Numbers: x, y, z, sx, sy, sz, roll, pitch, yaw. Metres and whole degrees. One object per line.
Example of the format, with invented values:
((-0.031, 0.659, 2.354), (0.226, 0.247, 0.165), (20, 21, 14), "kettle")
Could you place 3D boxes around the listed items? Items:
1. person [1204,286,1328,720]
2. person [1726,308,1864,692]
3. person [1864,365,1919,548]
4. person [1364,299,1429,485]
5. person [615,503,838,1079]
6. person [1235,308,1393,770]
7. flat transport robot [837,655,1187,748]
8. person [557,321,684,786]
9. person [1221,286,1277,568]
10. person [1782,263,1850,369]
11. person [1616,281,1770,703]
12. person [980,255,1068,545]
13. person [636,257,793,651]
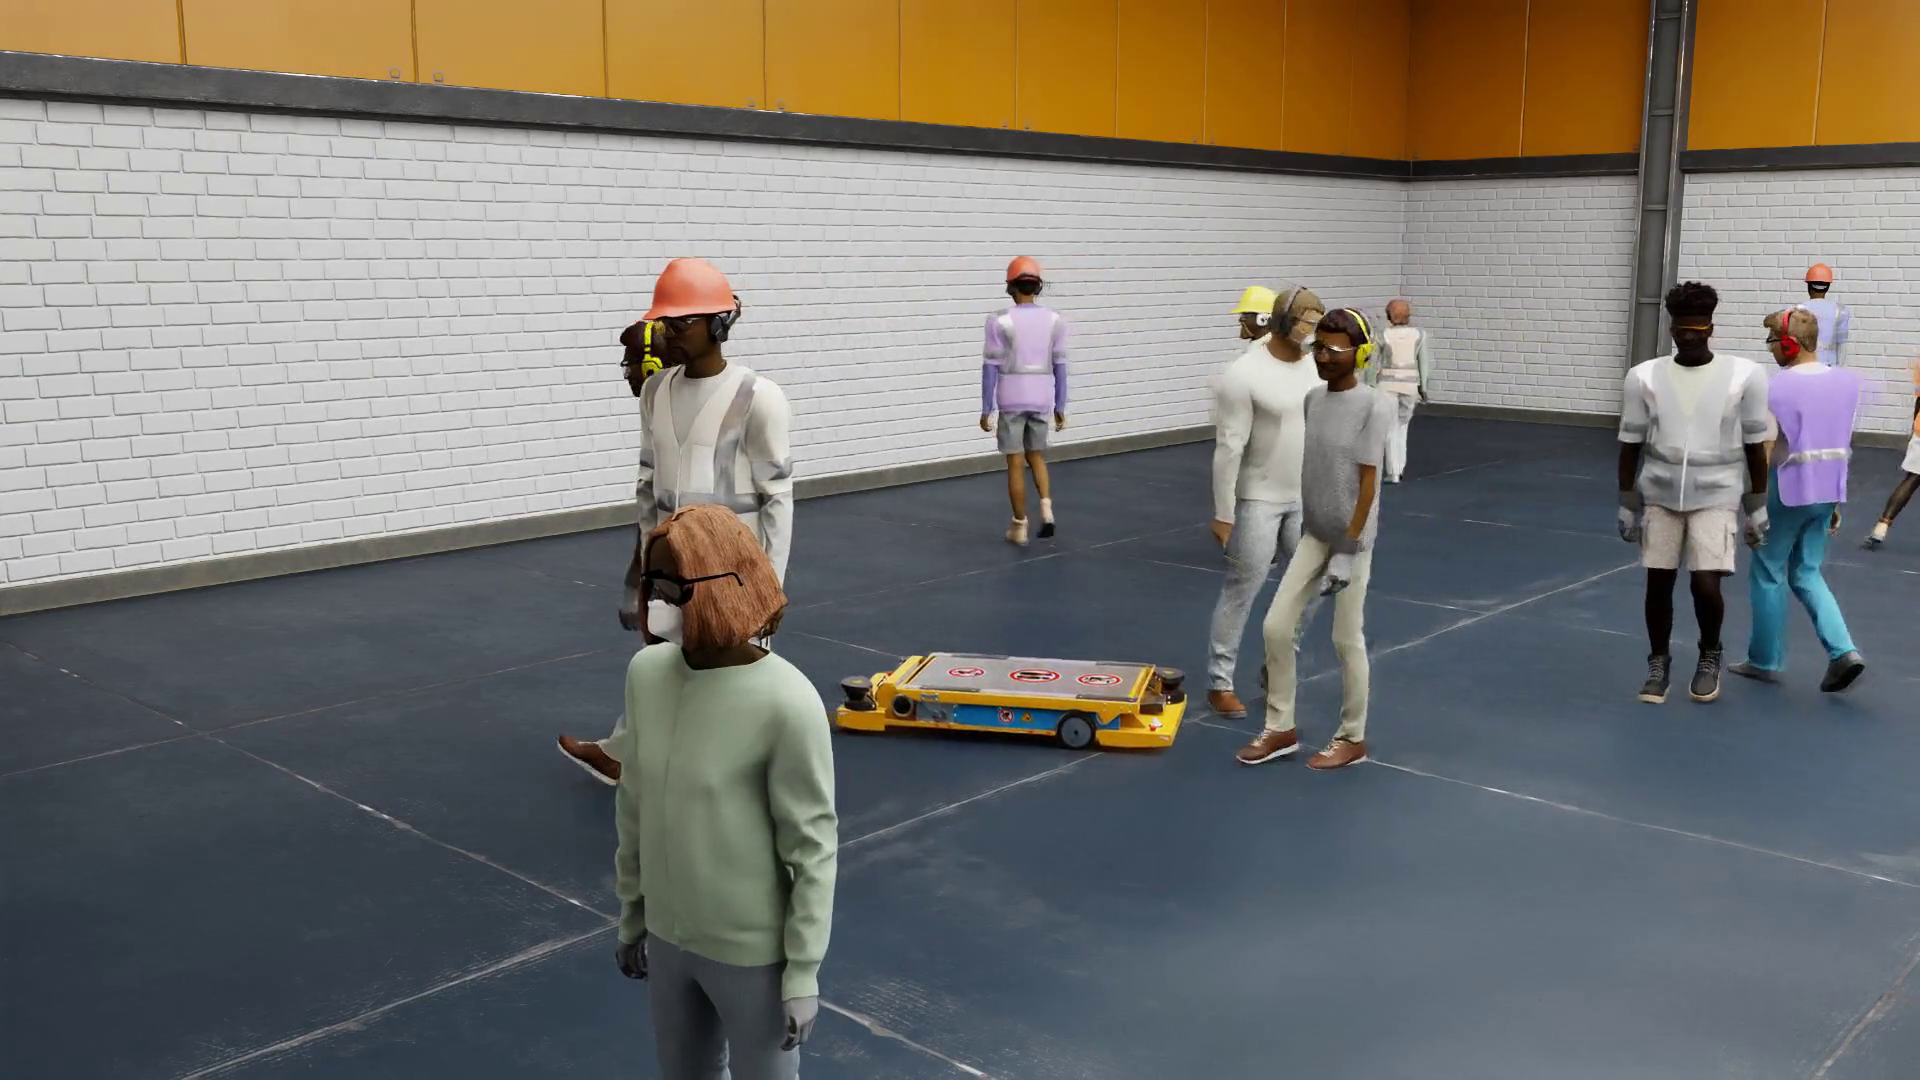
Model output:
((1.389, -0.160, 7.364), (0.656, 1.909, 0.450), (-5, 11, -28), "person")
((3.902, -0.174, 7.740), (0.586, 1.811, 0.651), (-2, 10, -14), "person")
((6.555, -0.715, 11.232), (0.558, 1.666, 0.556), (-2, 10, -11), "person")
((3.837, -1.318, 14.751), (0.546, 1.615, 0.588), (-1, 10, -6), "person")
((-0.440, 0.741, 3.019), (0.507, 1.632, 0.275), (8, 13, 38), "person")
((1.407, 0.028, 6.490), (0.662, 1.842, 0.510), (-6, 12, -31), "person")
((0.241, 0.680, 7.242), (1.431, 0.197, 0.652), (2, 10, 13), "flat transport robot")
((-1.084, 0.108, 6.128), (0.995, 1.803, 0.538), (2, 10, 10), "person")
((1.922, -0.727, 10.815), (0.404, 1.831, 0.596), (-1, 10, -4), "person")
((7.732, -1.535, 15.112), (0.549, 1.936, 0.377), (2, 10, 10), "person")
((3.271, -0.186, 7.447), (0.650, 1.931, 0.503), (7, 12, 33), "person")
((0.431, -0.961, 11.611), (0.604, 2.029, 0.412), (-4, 11, -22), "person")
((-0.842, 0.100, 5.506), (0.611, 2.042, 0.394), (6, 12, 32), "person")
